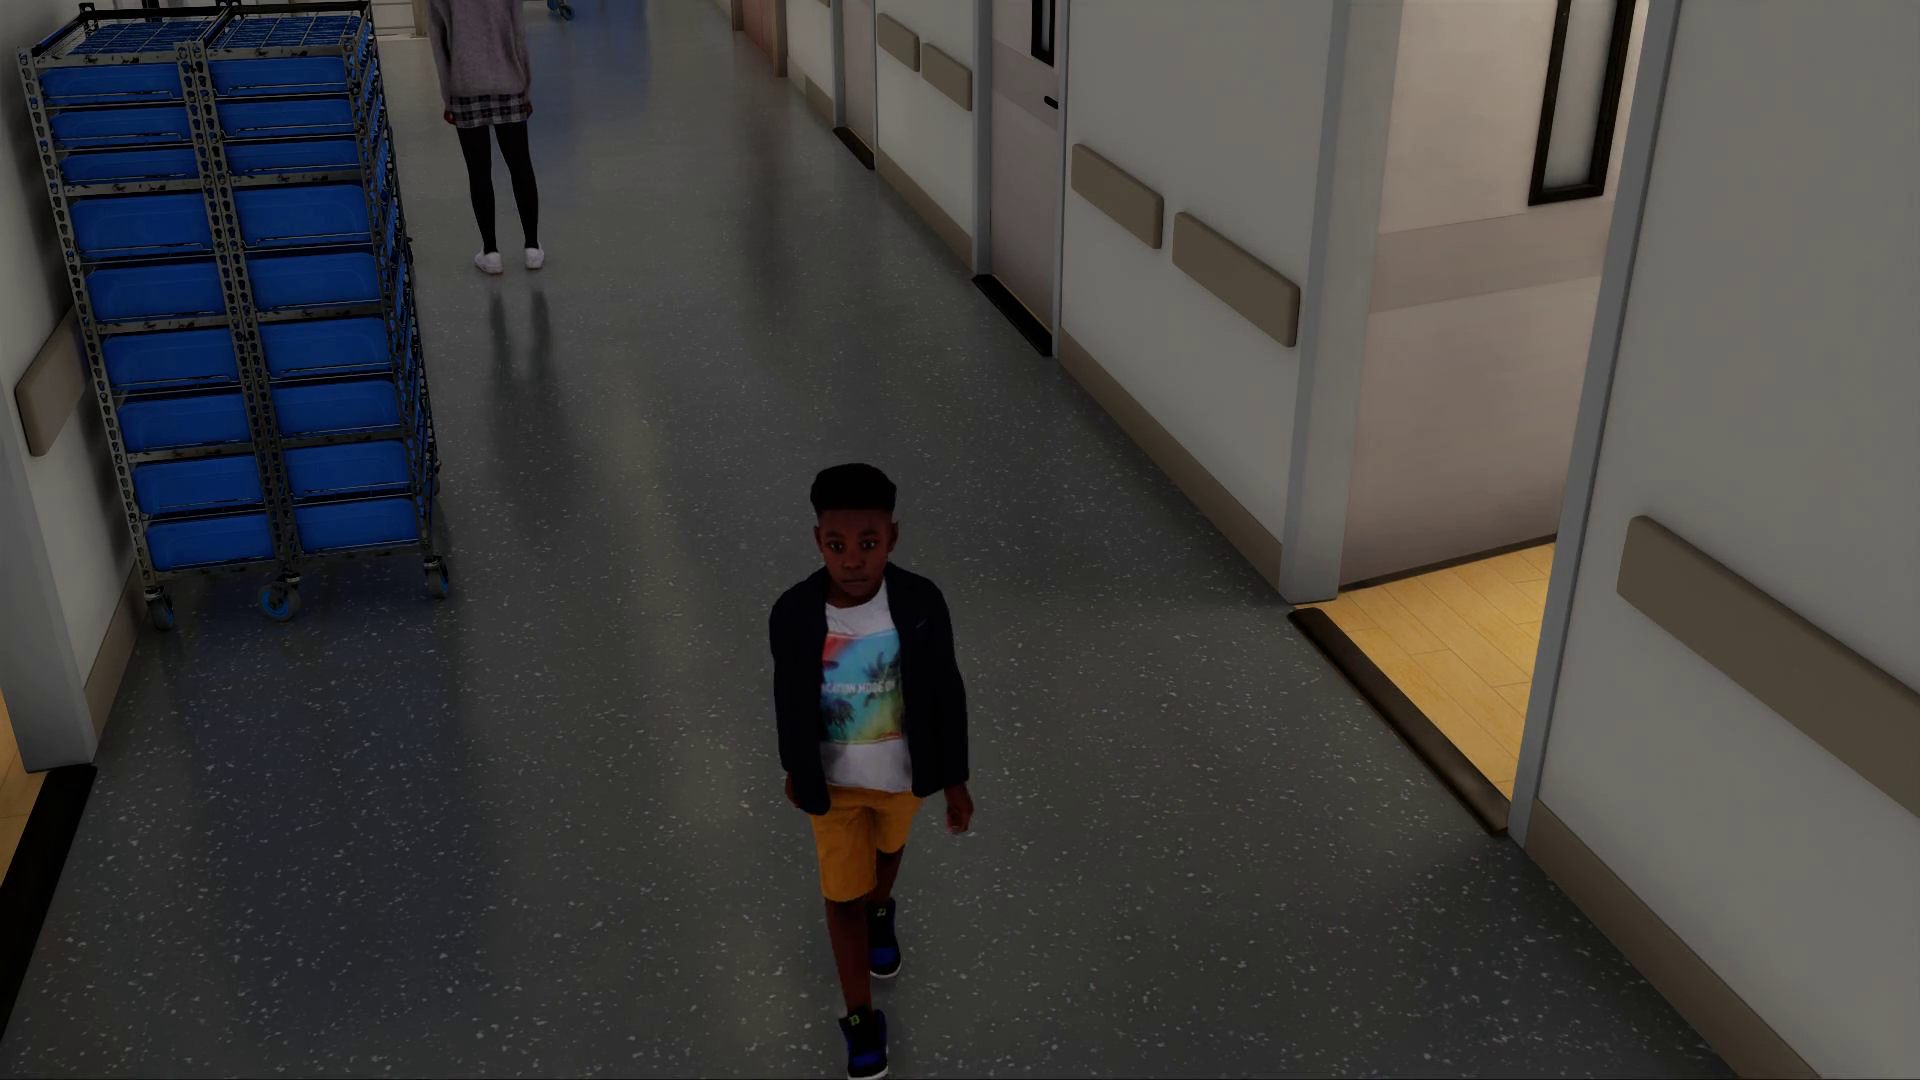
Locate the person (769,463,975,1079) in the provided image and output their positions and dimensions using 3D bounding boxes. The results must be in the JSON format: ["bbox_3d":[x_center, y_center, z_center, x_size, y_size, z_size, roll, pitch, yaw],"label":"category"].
[{"bbox_3d":[-0.187,0.407,3.395,0.586,1.244,0.865,-4,26,-8],"label":"person"}]

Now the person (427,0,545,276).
[{"bbox_3d":[-2.337,-2.213,8.220,0.634,1.772,0.558,-10,28,-20],"label":"person"}]
